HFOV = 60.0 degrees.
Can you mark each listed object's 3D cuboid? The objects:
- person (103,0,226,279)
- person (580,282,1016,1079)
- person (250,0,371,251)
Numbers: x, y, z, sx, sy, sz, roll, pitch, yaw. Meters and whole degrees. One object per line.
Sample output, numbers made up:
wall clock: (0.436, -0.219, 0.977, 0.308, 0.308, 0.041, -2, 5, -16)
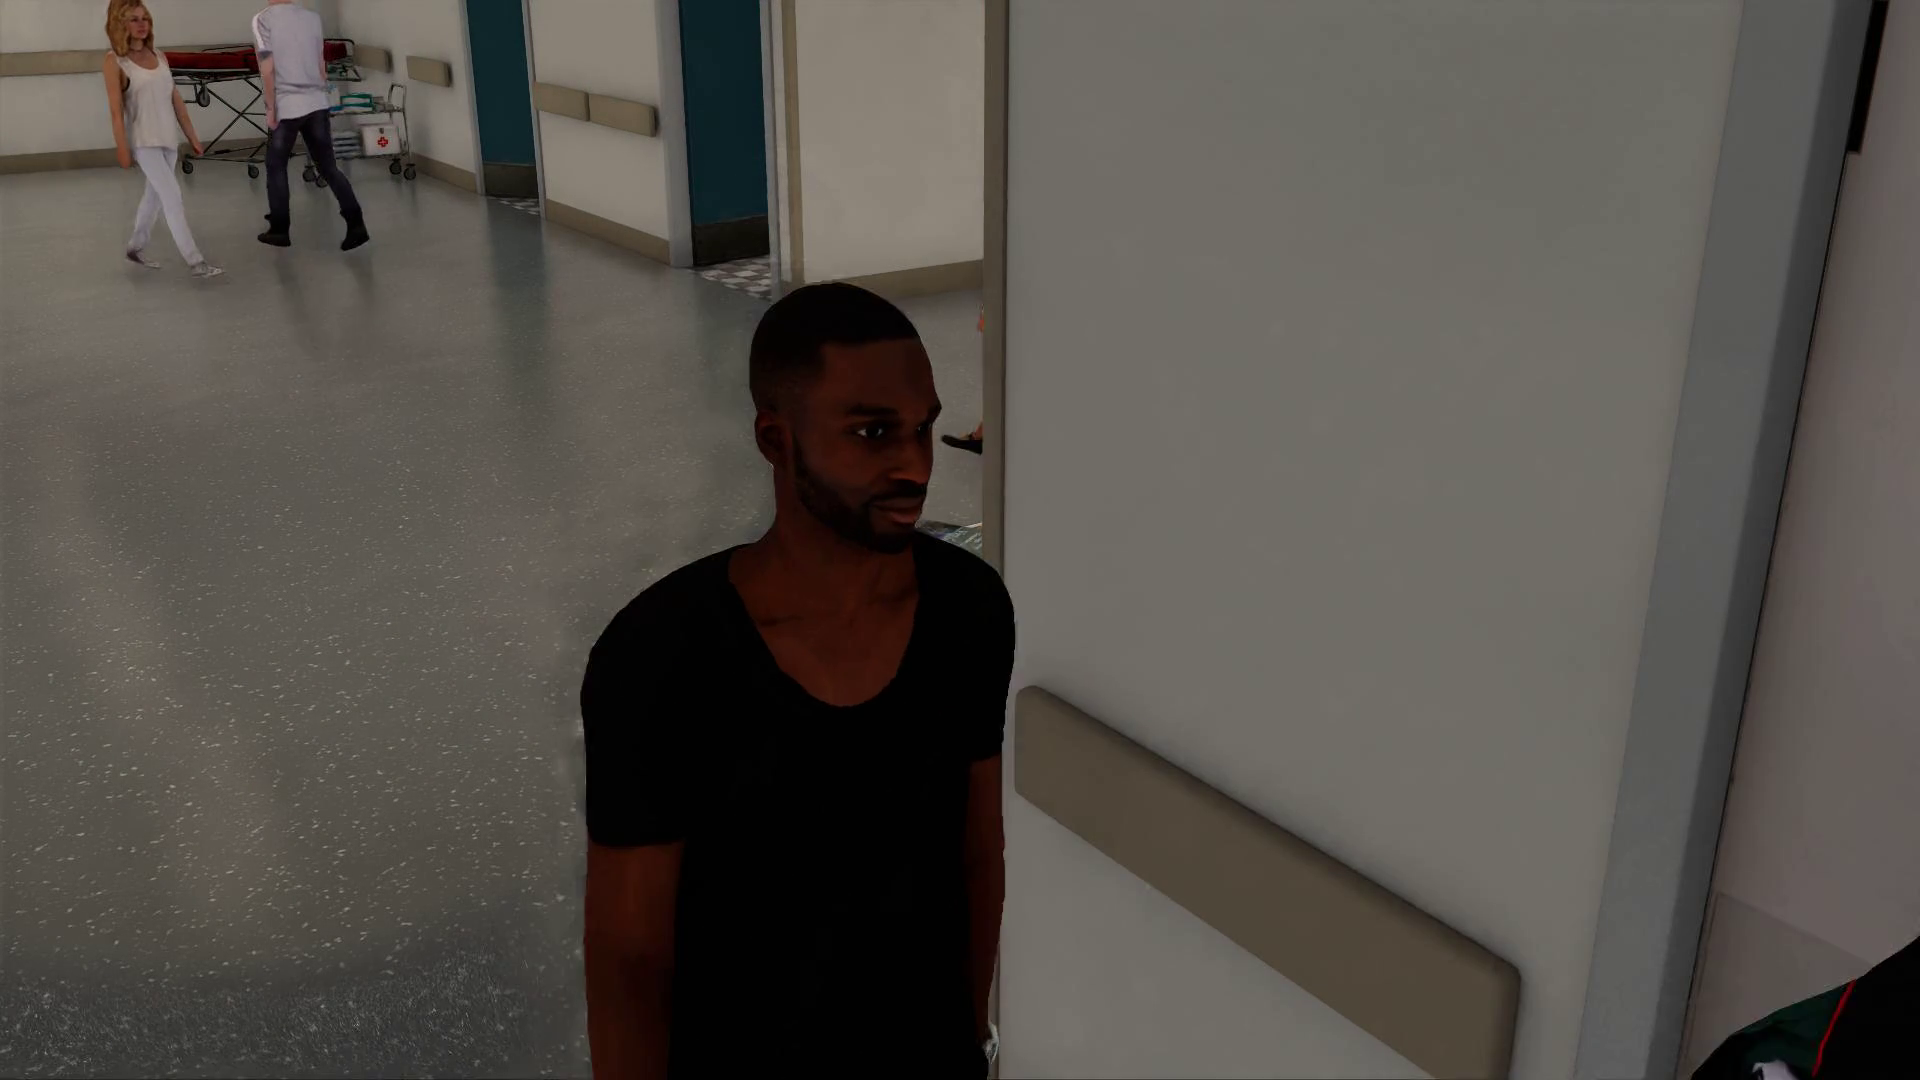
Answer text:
person: (-4.915, -2.398, 10.024, 1.141, 1.633, 0.992, 7, 22, 18)
person: (-0.198, 0.582, 1.969, 0.863, 1.767, 1.177, -7, 22, -17)
person: (-4.181, -2.726, 10.657, 1.261, 1.800, 0.923, 15, 26, 35)
